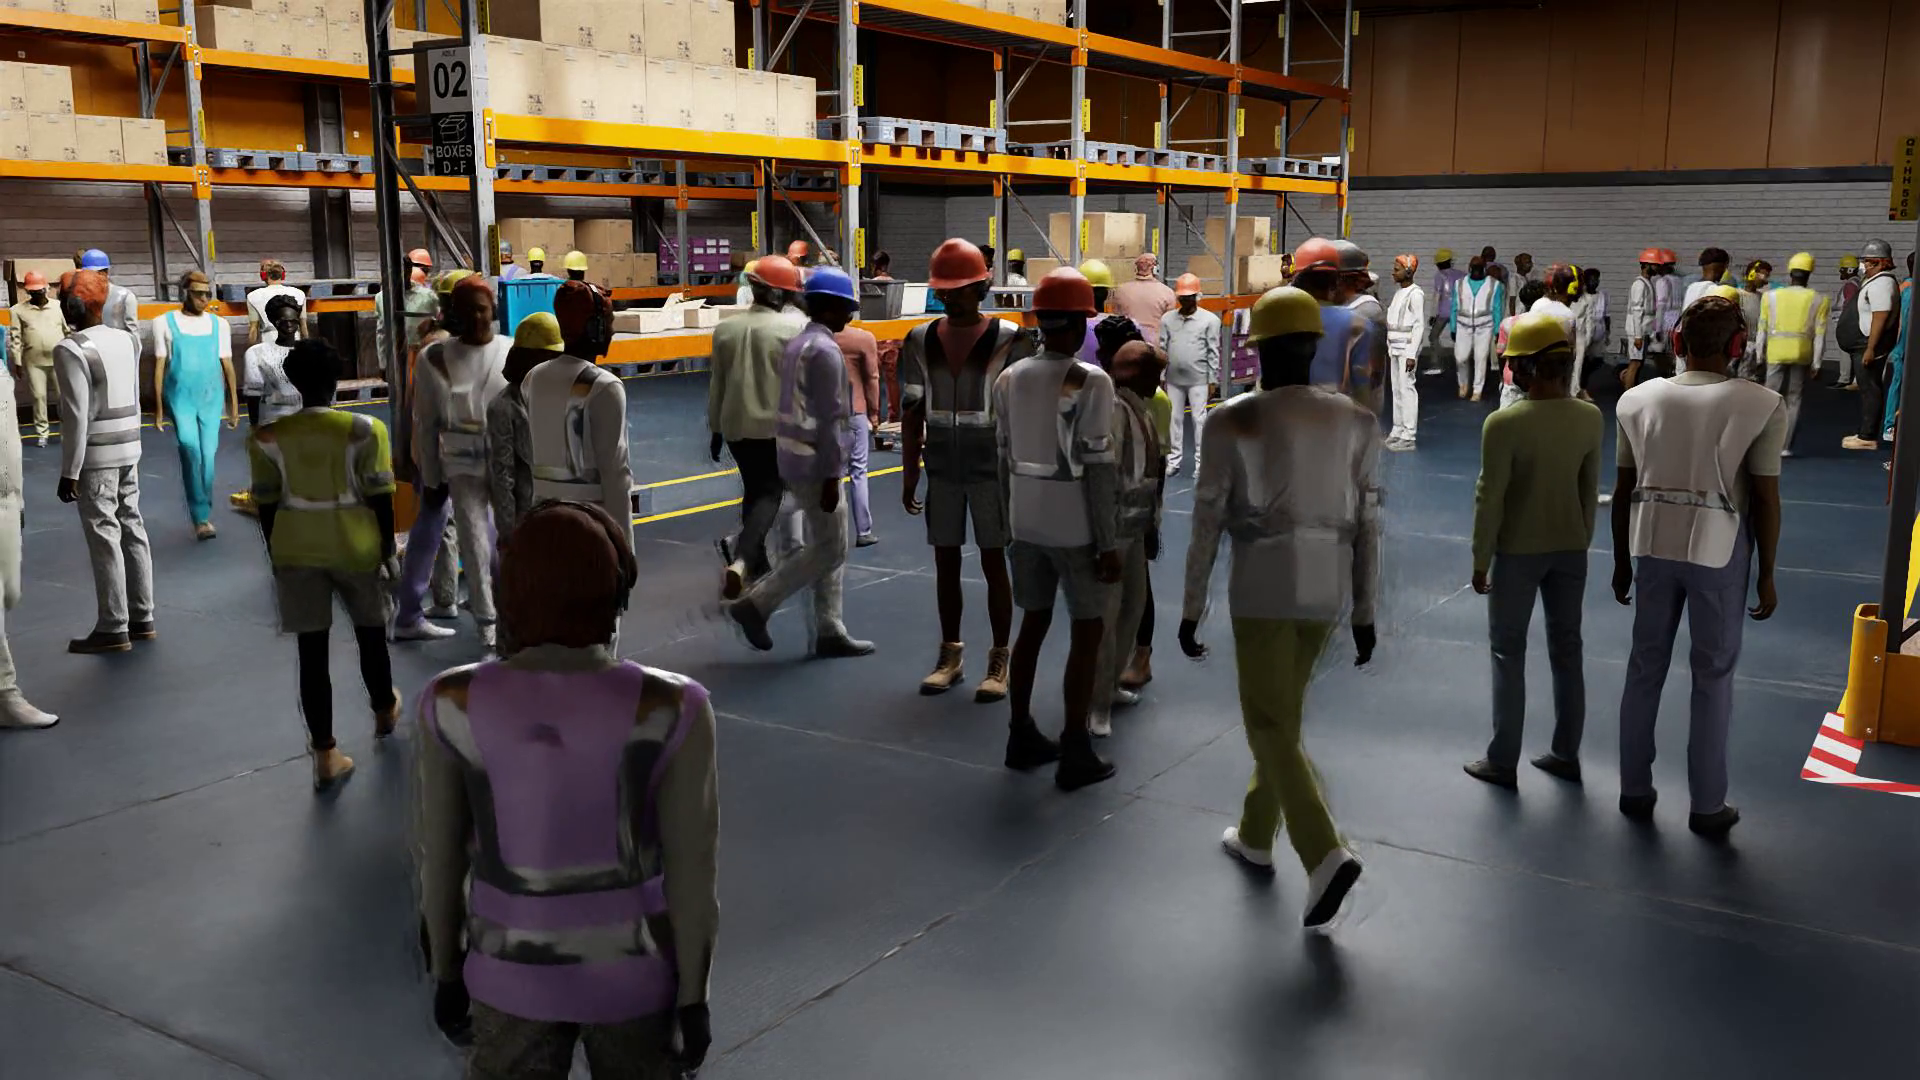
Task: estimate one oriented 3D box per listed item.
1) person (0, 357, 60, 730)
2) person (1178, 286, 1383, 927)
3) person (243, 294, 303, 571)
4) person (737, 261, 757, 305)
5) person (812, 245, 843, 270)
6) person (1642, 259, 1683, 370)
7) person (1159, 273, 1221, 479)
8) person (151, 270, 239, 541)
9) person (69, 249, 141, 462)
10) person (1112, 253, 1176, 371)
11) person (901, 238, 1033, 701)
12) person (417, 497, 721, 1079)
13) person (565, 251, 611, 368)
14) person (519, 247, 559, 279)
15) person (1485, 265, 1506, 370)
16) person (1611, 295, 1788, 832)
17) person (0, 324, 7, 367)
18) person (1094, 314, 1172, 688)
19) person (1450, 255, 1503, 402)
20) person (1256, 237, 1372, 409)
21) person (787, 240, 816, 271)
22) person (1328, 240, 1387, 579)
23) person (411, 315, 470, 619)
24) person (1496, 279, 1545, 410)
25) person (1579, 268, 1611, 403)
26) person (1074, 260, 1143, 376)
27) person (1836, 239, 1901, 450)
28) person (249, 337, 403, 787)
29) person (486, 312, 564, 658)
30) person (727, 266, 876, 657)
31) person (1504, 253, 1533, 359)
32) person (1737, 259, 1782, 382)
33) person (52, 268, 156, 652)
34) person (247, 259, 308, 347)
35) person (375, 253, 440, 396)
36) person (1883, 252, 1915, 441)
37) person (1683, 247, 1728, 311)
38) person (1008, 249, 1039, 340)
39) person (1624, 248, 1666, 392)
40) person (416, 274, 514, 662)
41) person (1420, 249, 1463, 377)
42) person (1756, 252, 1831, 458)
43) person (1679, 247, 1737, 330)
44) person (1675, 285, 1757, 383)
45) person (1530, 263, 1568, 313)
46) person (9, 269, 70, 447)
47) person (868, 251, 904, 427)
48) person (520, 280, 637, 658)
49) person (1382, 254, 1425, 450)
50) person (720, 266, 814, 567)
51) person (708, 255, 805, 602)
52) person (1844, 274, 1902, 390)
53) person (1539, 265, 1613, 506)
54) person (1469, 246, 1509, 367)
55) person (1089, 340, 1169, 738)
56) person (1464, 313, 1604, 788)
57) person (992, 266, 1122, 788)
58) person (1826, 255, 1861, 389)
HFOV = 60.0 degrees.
[{"bbox_3d":[-4.170,-0.147,6.901,0.766,1.878,0.661,1,10,6],"label":"person"},{"bbox_3d":[1.026,0.185,5.039,0.639,1.883,0.877,-3,11,-17],"label":"person"},{"bbox_3d":[-4.105,-0.658,10.229,0.541,1.696,0.316,-9,13,-40],"label":"person"},{"bbox_3d":[-2.592,-2.595,20.779,0.329,1.765,0.526,5,11,24],"label":"person"},{"bbox_3d":[-2.058,-3.596,25.838,0.630,1.940,0.371,1,10,8],"label":"person"},{"bbox_3d":[11.022,-3.501,25.783,0.997,1.766,0.513,-1,10,-5],"label":"person"},{"bbox_3d":[1.924,-1.385,14.129,0.566,1.744,0.350,7,12,32],"label":"person"},{"bbox_3d":[-5.123,-0.897,11.239,0.523,1.808,0.866,-9,14,-41],"label":"person"},{"bbox_3d":[-7.763,-1.658,15.103,0.611,1.938,0.412,-1,10,-5],"label":"person"},{"bbox_3d":[1.802,-1.840,16.241,0.636,1.900,0.400,3,11,18],"label":"person"},{"bbox_3d":[0.020,-0.302,7.343,0.613,2.032,0.411,4,11,21],"label":"person"},{"bbox_3d":[-0.646,0.747,2.698,0.512,1.615,0.707,0,10,1],"label":"person"},{"bbox_3d":[-3.740,-1.884,16.430,0.609,1.904,0.629,-7,12,-34],"label":"person"},{"bbox_3d":[-5.237,-2.667,20.723,0.588,1.928,0.383,-6,12,-32],"label":"person"},{"bbox_3d":[8.277,-3.460,25.934,0.285,1.631,0.501,-9,13,-39],"label":"person"},{"bbox_3d":[2.509,0.086,5.729,0.559,1.836,0.394,10,14,44],"label":"person"},{"bbox_3d":[-7.732,-1.176,12.989,0.350,1.739,0.575,6,12,29],"label":"person"},{"bbox_3d":[0.718,-0.175,7.583,0.538,1.693,0.319,9,13,40],"label":"person"},{"bbox_3d":[6.469,-2.645,20.881,0.643,1.828,0.436,5,11,24],"label":"person"},{"bbox_3d":[1.829,-0.551,8.694,0.657,2.034,0.531,-2,10,-13],"label":"person"},{"bbox_3d":[-2.073,-2.882,21.670,0.627,2.019,0.478,8,13,37],"label":"person"},{"bbox_3d":[2.264,-0.790,10.010,0.535,2.000,0.685,-1,10,-4],"label":"person"},{"bbox_3d":[-2.727,-0.393,8.947,0.321,1.631,0.522,5,11,27],"label":"person"},{"bbox_3d":[4.726,-1.309,13.831,0.531,1.698,0.320,7,13,36],"label":"person"},{"bbox_3d":[7.851,-2.567,20.837,0.552,1.680,0.554,-1,10,-7],"label":"person"},{"bbox_3d":[0.781,-0.697,9.904,0.604,1.897,0.841,-2,11,-13],"label":"person"},{"bbox_3d":[8.816,-1.905,16.185,0.535,2.000,0.684,6,12,30],"label":"person"},{"bbox_3d":[-2.411,0.053,6.395,0.543,1.644,0.878,-2,10,-10],"label":"person"},{"bbox_3d":[-1.712,-0.067,6.860,0.320,1.737,0.487,6,12,29],"label":"person"},{"bbox_3d":[-0.756,-0.346,7.941,0.644,1.908,0.625,-3,11,-17],"label":"person"},{"bbox_3d":[7.659,-3.003,22.813,0.348,1.847,0.505,8,13,36],"label":"person"},{"bbox_3d":[10.035,-2.637,20.957,0.616,1.795,0.955,3,11,18],"label":"person"},{"bbox_3d":[-4.243,-0.387,8.213,0.355,1.884,0.576,1,10,5],"label":"person"},{"bbox_3d":[-6.734,-1.854,16.477,0.560,1.836,0.393,-8,13,-37],"label":"person"},{"bbox_3d":[-4.951,-1.619,14.981,0.584,1.911,0.391,1,10,3],"label":"person"},{"bbox_3d":[9.562,-1.955,16.803,0.377,1.917,0.600,6,12,29],"label":"person"},{"bbox_3d":[7.322,-1.897,16.405,0.401,1.954,0.626,0,10,-2],"label":"person"},{"bbox_3d":[0.750,-2.752,21.257,0.489,1.907,0.658,-6,12,-31],"label":"person"},{"bbox_3d":[8.004,-2.442,19.476,0.388,1.930,0.544,6,12,31],"label":"person"},{"bbox_3d":[-2.278,-0.339,7.991,0.610,1.865,0.748,-4,11,-19],"label":"person"},{"bbox_3d":[7.219,-3.371,24.733,0.680,1.881,0.597,-6,12,-30],"label":"person"},{"bbox_3d":[7.679,-1.696,15.385,0.600,1.908,0.523,6,12,30],"label":"person"},{"bbox_3d":[8.672,-2.428,19.365,0.629,1.940,0.379,1,10,6],"label":"person"},{"bbox_3d":[4.700,-0.708,10.380,0.486,1.744,0.294,9,13,40],"label":"person"},{"bbox_3d":[4.818,-1.363,13.768,0.389,1.834,0.561,4,11,23],"label":"person"},{"bbox_3d":[-8.965,-1.773,16.299,0.577,1.737,0.355,-6,12,-28],"label":"person"},{"bbox_3d":[-0.815,-2.114,17.731,0.599,1.905,0.391,-9,13,-40],"label":"person"},{"bbox_3d":[-1.394,-0.013,6.161,0.576,1.880,0.351,10,14,44],"label":"person"},{"bbox_3d":[4.287,-1.810,16.097,0.346,1.882,0.584,-1,10,-5],"label":"person"},{"bbox_3d":[-1.100,-0.662,9.768,0.730,1.879,0.660,-7,12,-34],"label":"person"},{"bbox_3d":[-1.168,-0.621,9.353,0.618,1.954,0.877,4,11,23],"label":"person"},{"bbox_3d":[12.208,-2.900,22.245,0.429,1.845,0.633,-4,11,-20],"label":"person"},{"bbox_3d":[4.558,-1.138,12.535,0.890,1.827,0.524,-2,10,-13],"label":"person"},{"bbox_3d":[8.407,-3.712,26.511,0.629,1.932,0.365,-1,10,-7],"label":"person"},{"bbox_3d":[0.661,-0.012,6.903,0.326,1.609,0.611,4,11,22],"label":"person"},{"bbox_3d":[2.122,0.044,6.182,0.530,1.761,0.339,-3,11,-16],"label":"person"},{"bbox_3d":[0.379,-0.054,6.263,0.389,1.927,0.557,-10,14,-43],"label":"person"},{"bbox_3d":[12.083,-2.961,22.660,0.403,1.818,0.593,7,12,34],"label":"person"}]
